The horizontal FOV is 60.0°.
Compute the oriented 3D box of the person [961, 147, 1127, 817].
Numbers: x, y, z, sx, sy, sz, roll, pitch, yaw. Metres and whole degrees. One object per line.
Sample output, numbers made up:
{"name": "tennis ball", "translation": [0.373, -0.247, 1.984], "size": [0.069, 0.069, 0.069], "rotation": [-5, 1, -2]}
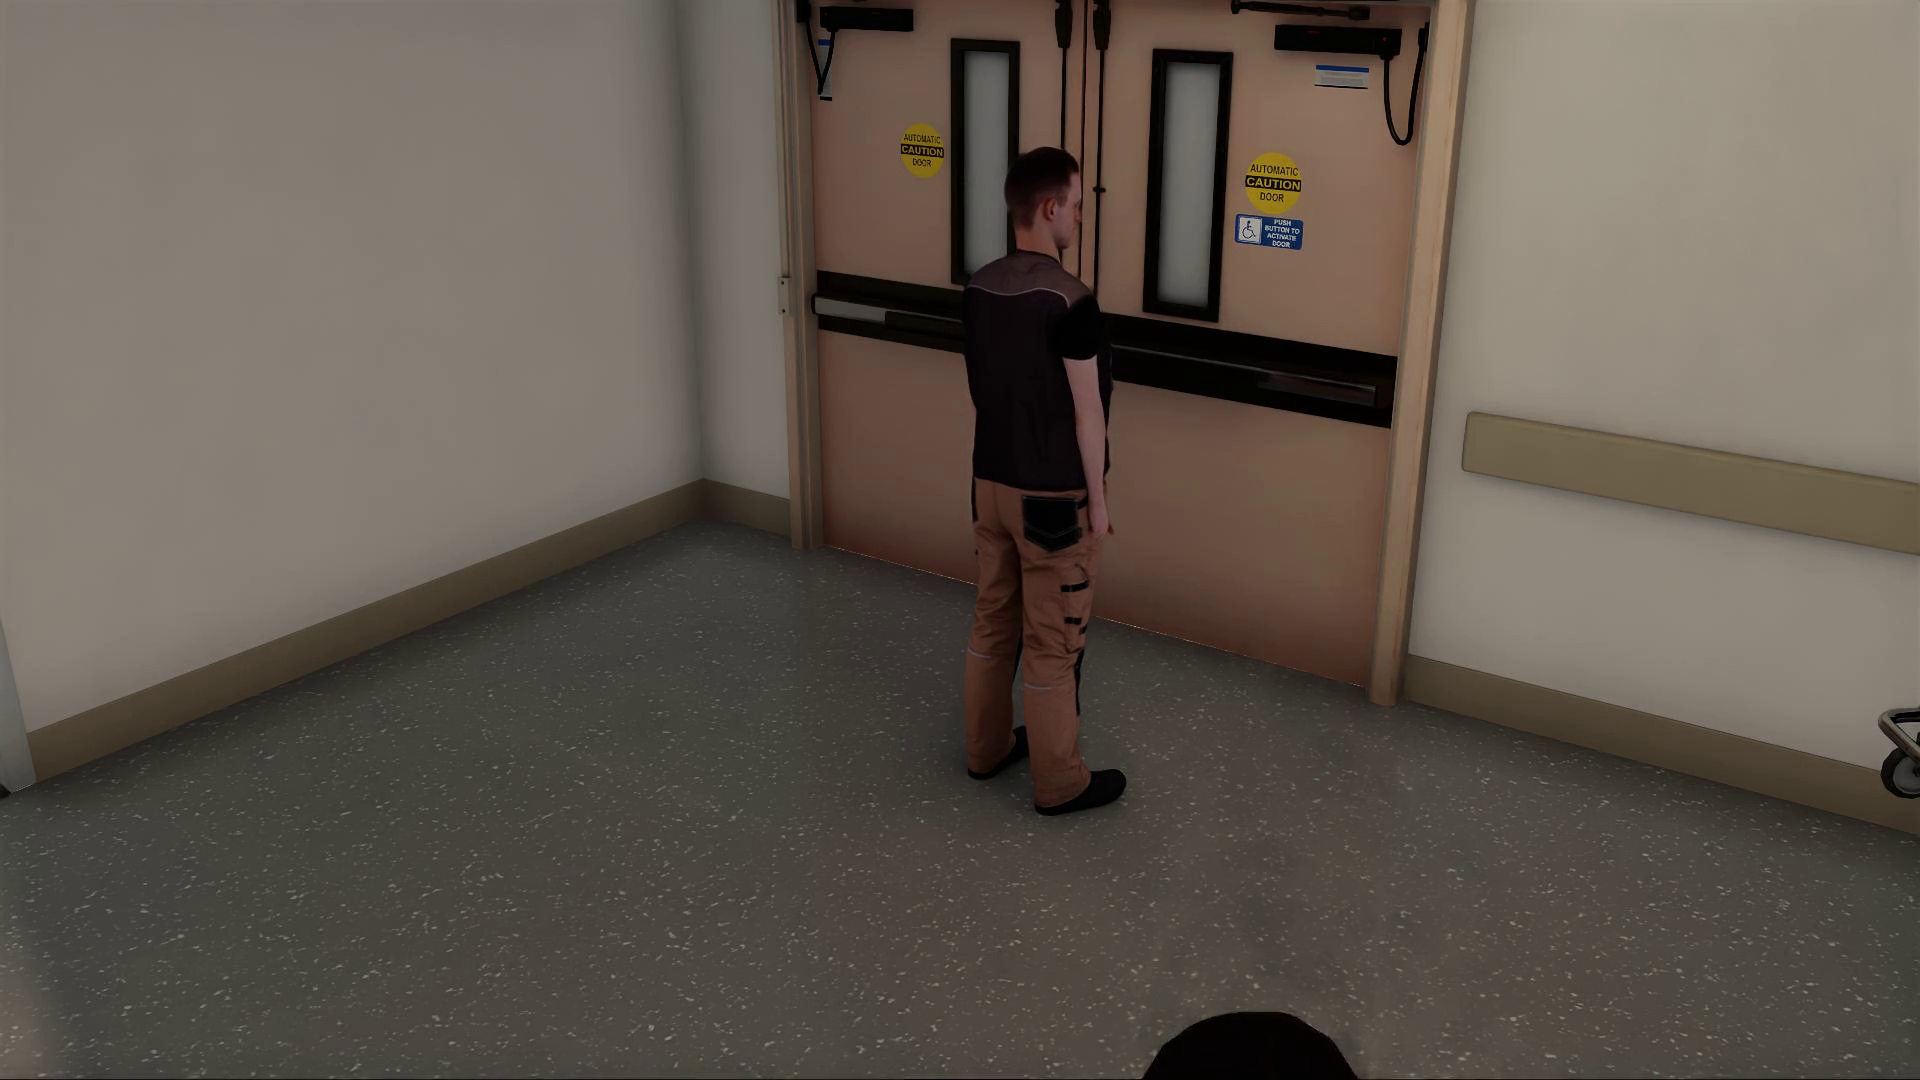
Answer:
{"name": "person", "translation": [0.197, -0.151, 4.602], "size": [0.692, 1.842, 0.747], "rotation": [-16, 26, -36]}
